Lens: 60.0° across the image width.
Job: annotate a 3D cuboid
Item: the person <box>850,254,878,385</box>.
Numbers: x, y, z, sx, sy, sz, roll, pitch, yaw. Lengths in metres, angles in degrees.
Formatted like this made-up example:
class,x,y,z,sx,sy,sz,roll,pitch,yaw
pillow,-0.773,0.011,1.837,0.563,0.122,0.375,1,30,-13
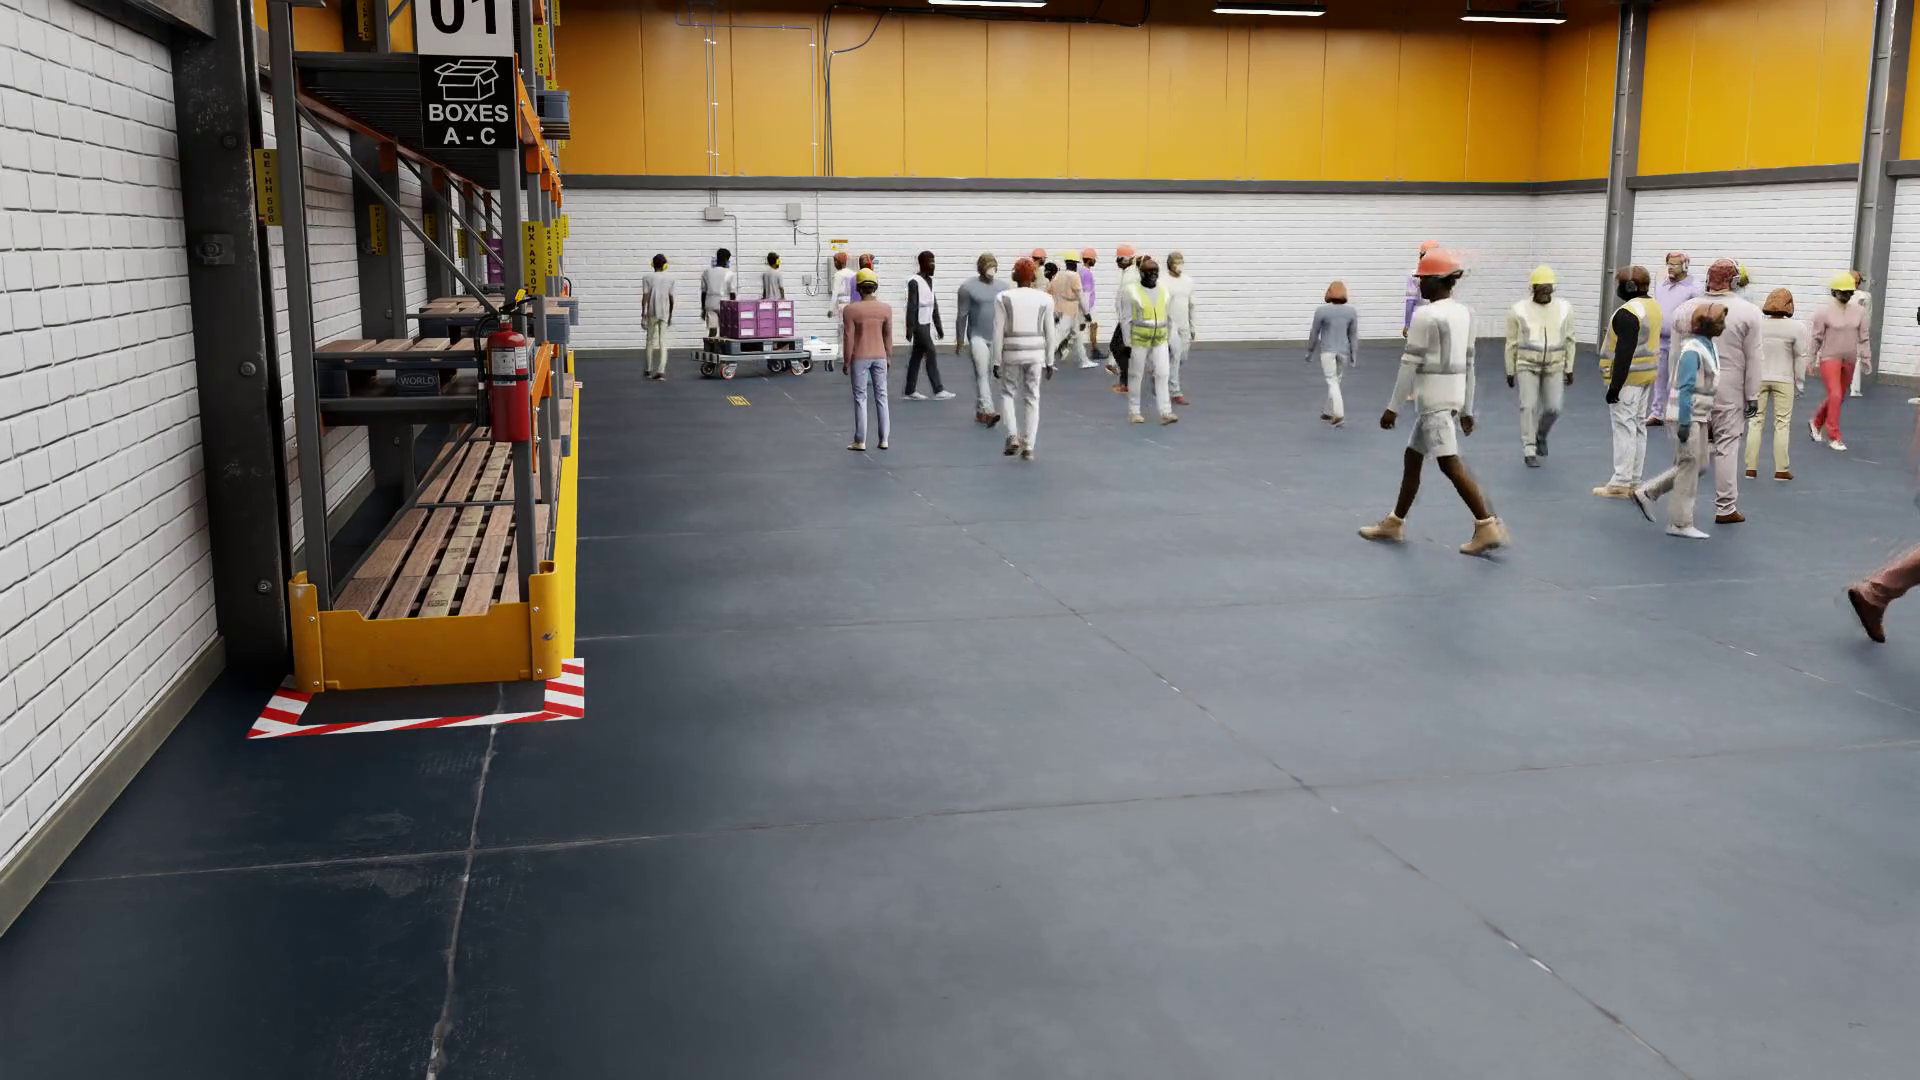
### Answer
class,x,y,z,sx,sy,sz,roll,pitch,yaw
person,-1.349,-3.096,23.395,0.396,1.847,0.565,-8,13,-37

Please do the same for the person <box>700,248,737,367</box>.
class,x,y,z,sx,sy,sz,roll,pitch,yaw
person,-3.898,-3.732,26.748,0.627,1.920,0.875,1,10,6

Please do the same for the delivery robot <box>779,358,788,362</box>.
class,x,y,z,sx,sy,sz,roll,pitch,yaw
delivery robot,-2.731,-2.983,26.094,0.477,0.478,0.707,8,13,39

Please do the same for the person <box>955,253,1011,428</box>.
class,x,y,z,sx,sy,sz,roll,pitch,yaw
person,0.320,-2.179,18.210,0.654,1.881,1.032,-4,11,-21

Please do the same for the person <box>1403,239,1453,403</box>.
class,x,y,z,sx,sy,sz,roll,pitch,yaw
person,5.843,-2.734,20.846,0.614,2.041,0.390,-1,10,-7

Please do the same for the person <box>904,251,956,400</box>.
class,x,y,z,sx,sy,sz,roll,pitch,yaw
person,-0.351,-2.708,21.122,0.868,1.885,0.627,4,11,20

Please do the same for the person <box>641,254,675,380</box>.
class,x,y,z,sx,sy,sz,roll,pitch,yaw
person,-4.463,-3.269,24.417,0.543,1.818,0.928,-4,11,-22

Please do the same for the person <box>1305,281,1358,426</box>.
class,x,y,z,sx,sy,sz,roll,pitch,yaw
person,4.139,-2.059,18.377,0.506,1.587,0.870,-2,10,-12

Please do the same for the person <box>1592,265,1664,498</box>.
class,x,y,z,sx,sy,sz,roll,pitch,yaw
person,5.297,-1.254,13.210,0.429,1.844,0.627,9,13,39

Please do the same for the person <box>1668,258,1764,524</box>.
class,x,y,z,sx,sy,sz,roll,pitch,yaw
person,5.457,-1.072,12.017,0.646,1.908,0.408,9,14,41

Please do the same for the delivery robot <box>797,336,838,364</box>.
class,x,y,z,sx,sy,sz,roll,pitch,yaw
delivery robot,-2.256,-2.929,25.793,0.707,0.478,0.477,-5,11,-24

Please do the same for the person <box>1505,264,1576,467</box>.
class,x,y,z,sx,sy,sz,roll,pitch,yaw
person,5.236,-1.577,15.042,0.611,1.822,0.493,1,10,8

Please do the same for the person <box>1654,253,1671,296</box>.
class,x,y,z,sx,sy,sz,roll,pitch,yaw
person,11.565,-3.767,27.142,0.430,1.840,0.625,-1,10,-4

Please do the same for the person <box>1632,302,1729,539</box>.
class,x,y,z,sx,sy,sz,roll,pitch,yaw
person,4.963,-0.827,11.439,0.494,1.619,0.534,7,13,35

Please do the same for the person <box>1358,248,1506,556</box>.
class,x,y,z,sx,sy,sz,roll,pitch,yaw
person,3.162,-0.905,10.883,1.069,1.993,0.606,8,13,39

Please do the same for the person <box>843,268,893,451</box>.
class,x,y,z,sx,sy,sz,roll,pitch,yaw
person,-0.899,-1.743,16.129,0.522,1.769,0.310,-5,11,-27

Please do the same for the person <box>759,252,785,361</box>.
class,x,y,z,sx,sy,sz,roll,pitch,yaw
person,-3.153,-3.896,27.848,0.737,1.843,0.545,-9,14,-41

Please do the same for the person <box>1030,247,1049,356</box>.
class,x,y,z,sx,sy,sz,roll,pitch,yaw
person,1.254,-4.165,29.142,0.736,1.914,0.560,-1,10,-6

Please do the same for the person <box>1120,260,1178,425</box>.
class,x,y,z,sx,sy,sz,roll,pitch,yaw
person,2.113,-2.165,18.343,0.651,1.807,0.866,-3,11,-17

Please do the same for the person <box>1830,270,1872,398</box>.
class,x,y,z,sx,sy,sz,roll,pitch,yaw
person,11.544,-2.669,21.601,0.512,1.642,0.311,8,13,38

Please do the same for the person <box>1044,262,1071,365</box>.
class,x,y,z,sx,sy,sz,roll,pitch,yaw
person,1.530,-3.673,27.067,0.414,1.686,0.539,-1,10,-3

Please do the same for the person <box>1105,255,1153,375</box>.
class,x,y,z,sx,sy,sz,roll,pitch,yaw
person,2.649,-3.363,24.961,0.966,1.827,0.532,2,10,12

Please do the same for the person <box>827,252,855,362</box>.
class,x,y,z,sx,sy,sz,roll,pitch,yaw
person,-1.848,-3.838,27.523,0.813,1.858,0.577,4,11,20

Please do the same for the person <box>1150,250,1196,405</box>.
class,x,y,z,sx,sy,sz,roll,pitch,yaw
person,2.636,-2.664,20.819,0.636,1.914,0.798,-6,12,-31

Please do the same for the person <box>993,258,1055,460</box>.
class,x,y,z,sx,sy,sz,roll,pitch,yaw
person,0.590,-1.672,15.454,0.594,1.870,0.429,-1,10,-7

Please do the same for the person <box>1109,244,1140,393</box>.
class,x,y,z,sx,sy,sz,roll,pitch,yaw
person,2.157,-2.937,22.135,0.518,1.980,0.644,2,10,9

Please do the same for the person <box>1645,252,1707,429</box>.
class,x,y,z,sx,sy,sz,roll,pitch,yaw
person,7.715,-2.155,18.016,0.402,1.910,0.638,-5,12,-27

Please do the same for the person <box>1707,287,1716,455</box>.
class,x,y,z,sx,sy,sz,roll,pitch,yaw
person,7.123,-1.638,15.759,0.554,1.680,0.369,6,12,32

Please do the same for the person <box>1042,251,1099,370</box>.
class,x,y,z,sx,sy,sz,roll,pitch,yaw
person,1.699,-3.594,26.118,1.044,1.869,0.594,-4,11,-19

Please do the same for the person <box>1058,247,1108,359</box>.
class,x,y,z,sx,sy,sz,roll,pitch,yaw
person,2.102,-4.038,28.432,0.840,1.916,0.545,-2,10,-13

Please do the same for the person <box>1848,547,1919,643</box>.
class,x,y,z,sx,sy,sz,roll,pitch,yaw
person,4.791,-0.332,8.021,0.648,1.877,0.845,-9,14,-42

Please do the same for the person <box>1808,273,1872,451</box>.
class,x,y,z,sx,sy,sz,roll,pitch,yaw
person,8.660,-1.785,16.470,0.524,1.726,0.872,-1,10,-4

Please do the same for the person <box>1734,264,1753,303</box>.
class,x,y,z,sx,sy,sz,roll,pitch,yaw
person,10.358,-2.804,22.136,0.507,1.718,0.500,-3,11,-15

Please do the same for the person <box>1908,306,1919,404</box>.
class,x,y,z,sx,sy,sz,roll,pitch,yaw
person,12.271,-2.680,20.556,0.781,2.000,0.696,4,11,20

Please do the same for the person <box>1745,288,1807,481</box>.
class,x,y,z,sx,sy,sz,roll,pitch,yaw
person,6.919,-1.322,14.153,0.499,1.634,0.279,9,13,40
